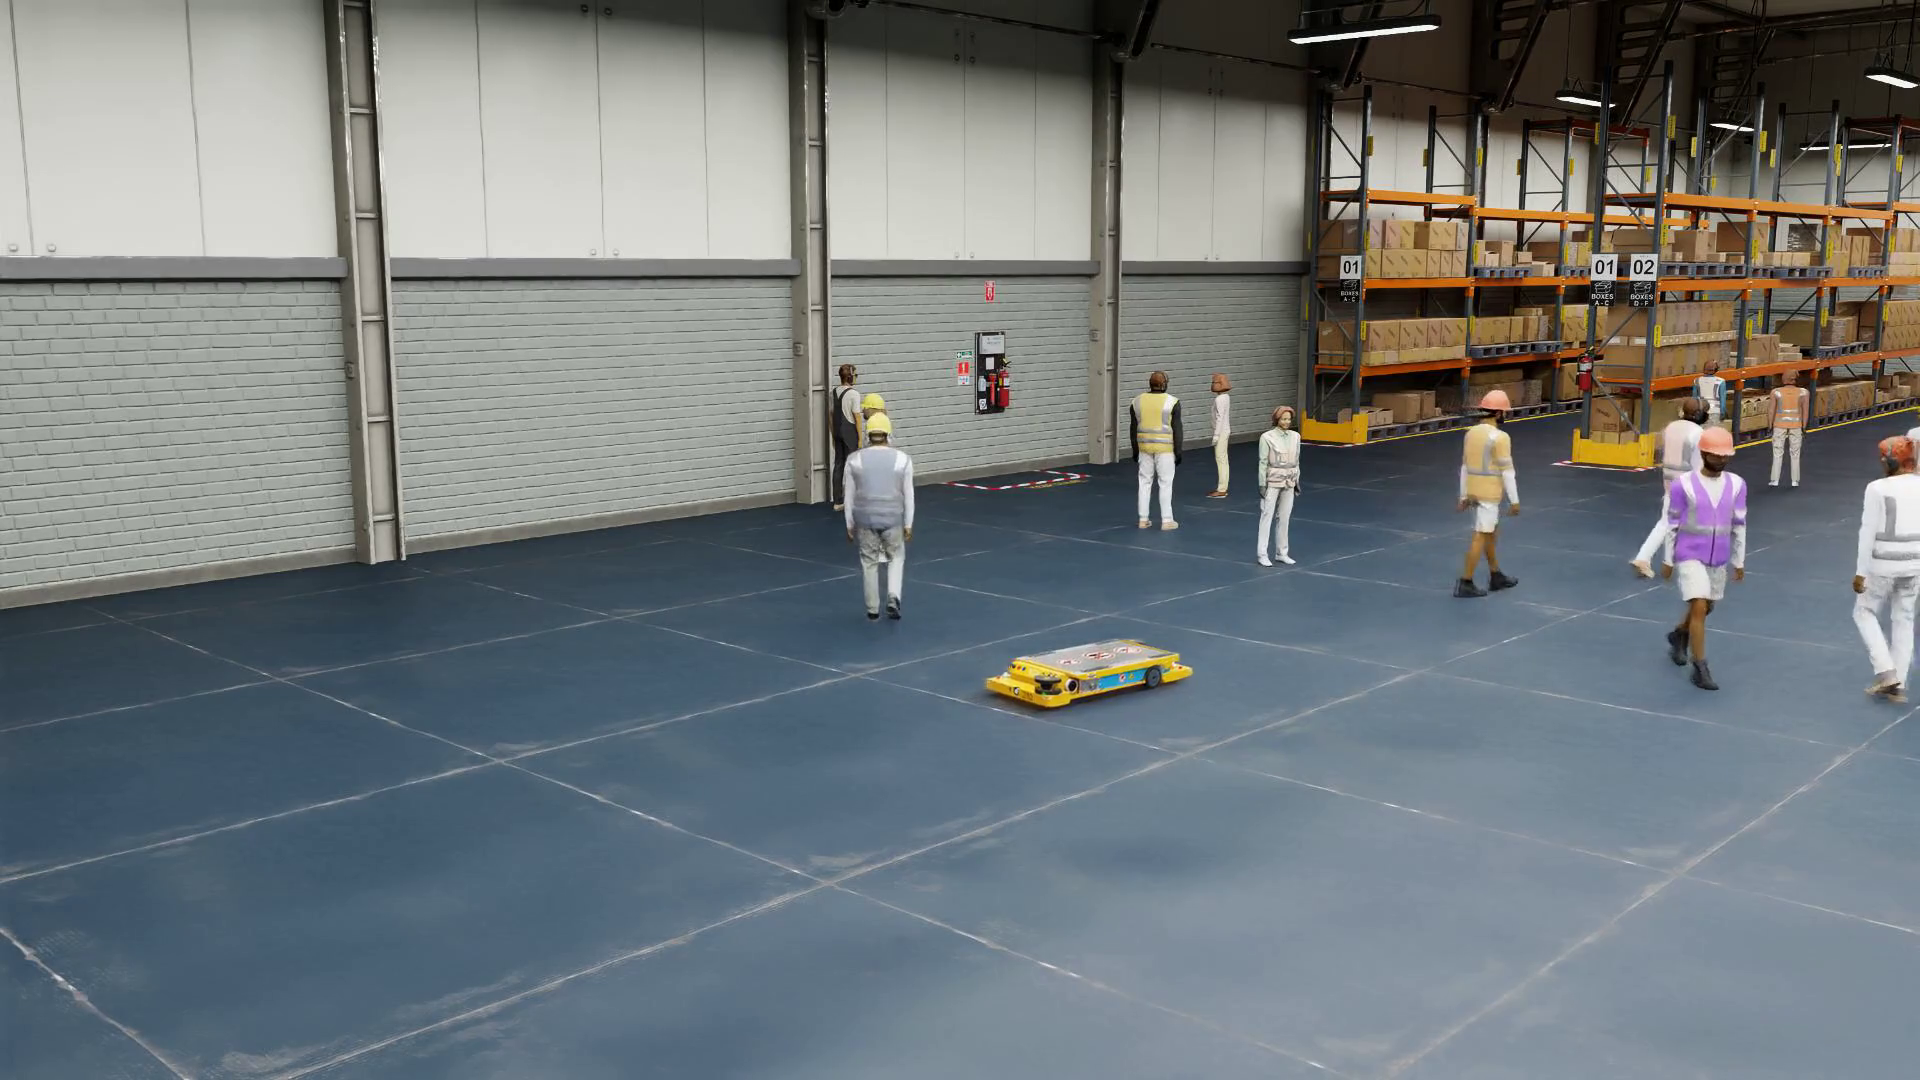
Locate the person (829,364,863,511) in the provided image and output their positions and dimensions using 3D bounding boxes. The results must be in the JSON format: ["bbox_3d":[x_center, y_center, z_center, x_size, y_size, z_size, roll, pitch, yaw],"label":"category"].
[{"bbox_3d":[-1.398,-1.259,20.620,0.520,1.844,0.330,8,12,41],"label":"person"}]

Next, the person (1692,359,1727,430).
[{"bbox_3d":[11.351,-1.913,25.229,0.309,1.641,0.513,-8,12,-42],"label":"person"}]

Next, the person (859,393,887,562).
[{"bbox_3d":[-0.892,-0.639,17.149,0.290,1.746,0.487,-1,9,-5],"label":"person"}]

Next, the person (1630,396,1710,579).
[{"bbox_3d":[6.999,-0.499,16.120,0.887,1.809,0.624,-2,10,-14],"label":"person"}]

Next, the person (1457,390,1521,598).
[{"bbox_3d":[4.960,-0.420,15.336,0.879,1.902,0.558,-3,10,-17],"label":"person"}]

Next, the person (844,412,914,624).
[{"bbox_3d":[-0.692,-0.178,14.127,0.597,1.819,0.415,0,9,-3],"label":"person"}]

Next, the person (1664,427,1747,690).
[{"bbox_3d":[5.459,0.090,12.277,0.551,1.903,0.929,0,9,-1],"label":"person"}]

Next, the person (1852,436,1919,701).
[{"bbox_3d":[6.546,0.199,11.660,0.624,1.866,0.415,-1,9,-4],"label":"person"}]

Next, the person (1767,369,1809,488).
[{"bbox_3d":[11.413,-1.537,22.955,0.515,1.636,0.315,3,10,19],"label":"person"}]

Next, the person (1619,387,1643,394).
[{"bbox_3d":[12.004,-2.707,29.692,0.311,1.768,0.532,-7,12,-38],"label":"person"}]

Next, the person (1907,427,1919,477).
[{"bbox_3d":[9.360,-0.505,16.102,0.529,1.833,0.940,0,9,-3],"label":"person"}]

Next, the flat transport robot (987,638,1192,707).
[{"bbox_3d":[0.947,0.939,12.009,1.431,0.197,0.652,-7,12,-38],"label":"flat transport robot"}]

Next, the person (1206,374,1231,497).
[{"bbox_3d":[3.429,-1.377,21.985,0.283,1.633,0.497,3,10,18],"label":"person"}]

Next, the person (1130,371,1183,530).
[{"bbox_3d":[2.289,-1.038,19.286,0.634,1.841,0.429,5,11,28],"label":"person"}]

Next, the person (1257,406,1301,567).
[{"bbox_3d":[3.250,-0.550,16.935,0.522,1.636,0.311,-5,11,-28],"label":"person"}]
